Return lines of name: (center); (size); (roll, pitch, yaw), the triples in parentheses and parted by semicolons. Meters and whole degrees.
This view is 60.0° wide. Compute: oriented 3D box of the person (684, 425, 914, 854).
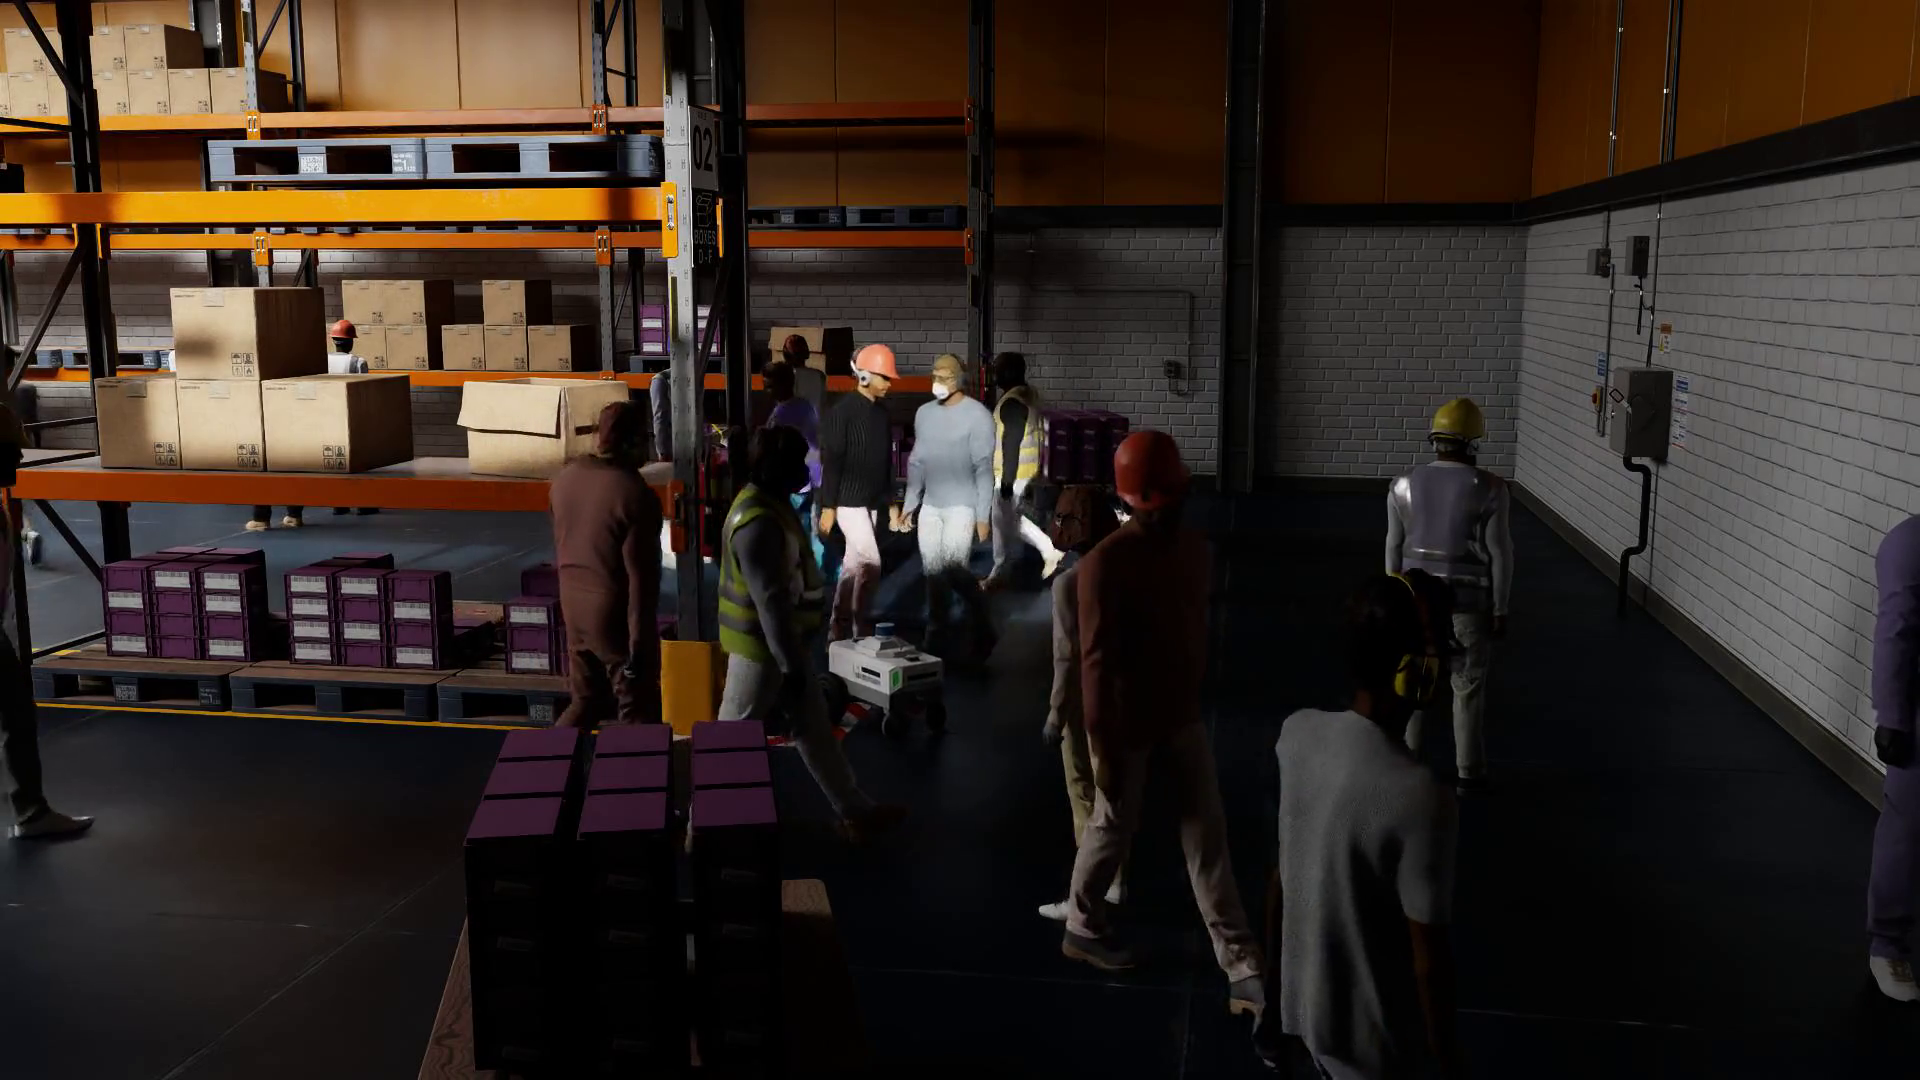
person: (-0.701, 0.429, 6.792); (0.970, 1.787, 0.656); (0, 9, 2)

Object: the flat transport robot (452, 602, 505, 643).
flat transport robot: (-3.300, 0.549, 10.755); (1.431, 0.197, 0.652); (2, 9, 11)

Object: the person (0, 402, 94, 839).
person: (-4.077, 0.380, 6.851); (0.679, 1.884, 0.607); (-1, 9, -8)

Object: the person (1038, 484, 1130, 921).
person: (0.474, 0.606, 6.183); (0.282, 1.634, 0.498); (6, 11, 34)

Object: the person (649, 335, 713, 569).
person: (-2.274, -0.745, 13.594); (0.386, 1.948, 0.601); (5, 10, 27)

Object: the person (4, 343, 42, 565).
person: (-7.782, -0.701, 13.661); (0.771, 1.846, 0.518); (6, 11, 35)

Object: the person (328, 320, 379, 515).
person: (-6.069, -1.206, 16.486); (0.552, 1.937, 0.356); (1, 9, 5)

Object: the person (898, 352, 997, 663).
person: (-0.088, -0.180, 10.132); (0.459, 1.933, 0.652); (-8, 12, -42)

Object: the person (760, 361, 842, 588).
person: (-1.108, -0.338, 11.500); (0.690, 1.804, 0.612); (4, 10, 22)

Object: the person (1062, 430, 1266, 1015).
person: (0.654, 0.592, 5.395); (0.668, 1.913, 0.994); (-8, 12, -41)

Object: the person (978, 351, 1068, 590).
person: (0.447, -0.513, 12.537); (0.631, 1.823, 0.634); (1, 9, 7)

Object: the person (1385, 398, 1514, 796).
person: (2.268, 0.262, 7.700); (0.588, 1.835, 0.404); (7, 12, 39)

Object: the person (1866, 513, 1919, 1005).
person: (3.335, 0.585, 5.490); (0.636, 1.902, 0.406); (-1, 9, -5)

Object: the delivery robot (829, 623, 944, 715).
delivery robot: (-0.392, 0.680, 8.772); (0.477, 0.478, 0.707); (-6, 11, -34)

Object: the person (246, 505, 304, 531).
person: (-6.508, -1.111, 15.577); (0.536, 2.000, 0.688); (7, 11, 36)

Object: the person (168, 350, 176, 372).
person: (-8.396, -1.468, 18.279); (0.337, 1.882, 0.583); (6, 11, 32)

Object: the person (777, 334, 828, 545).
person: (-1.360, -0.809, 14.180); (0.354, 1.886, 0.572); (8, 12, 39)

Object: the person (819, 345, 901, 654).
person: (-0.546, -0.215, 10.264); (0.738, 1.957, 0.635); (5, 10, 27)

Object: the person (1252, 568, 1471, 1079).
person: (0.820, 0.965, 3.273); (0.386, 1.851, 0.559); (-3, 10, -21)

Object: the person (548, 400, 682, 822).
person: (-1.526, 0.359, 6.984); (0.661, 1.883, 0.671); (7, 11, 36)
